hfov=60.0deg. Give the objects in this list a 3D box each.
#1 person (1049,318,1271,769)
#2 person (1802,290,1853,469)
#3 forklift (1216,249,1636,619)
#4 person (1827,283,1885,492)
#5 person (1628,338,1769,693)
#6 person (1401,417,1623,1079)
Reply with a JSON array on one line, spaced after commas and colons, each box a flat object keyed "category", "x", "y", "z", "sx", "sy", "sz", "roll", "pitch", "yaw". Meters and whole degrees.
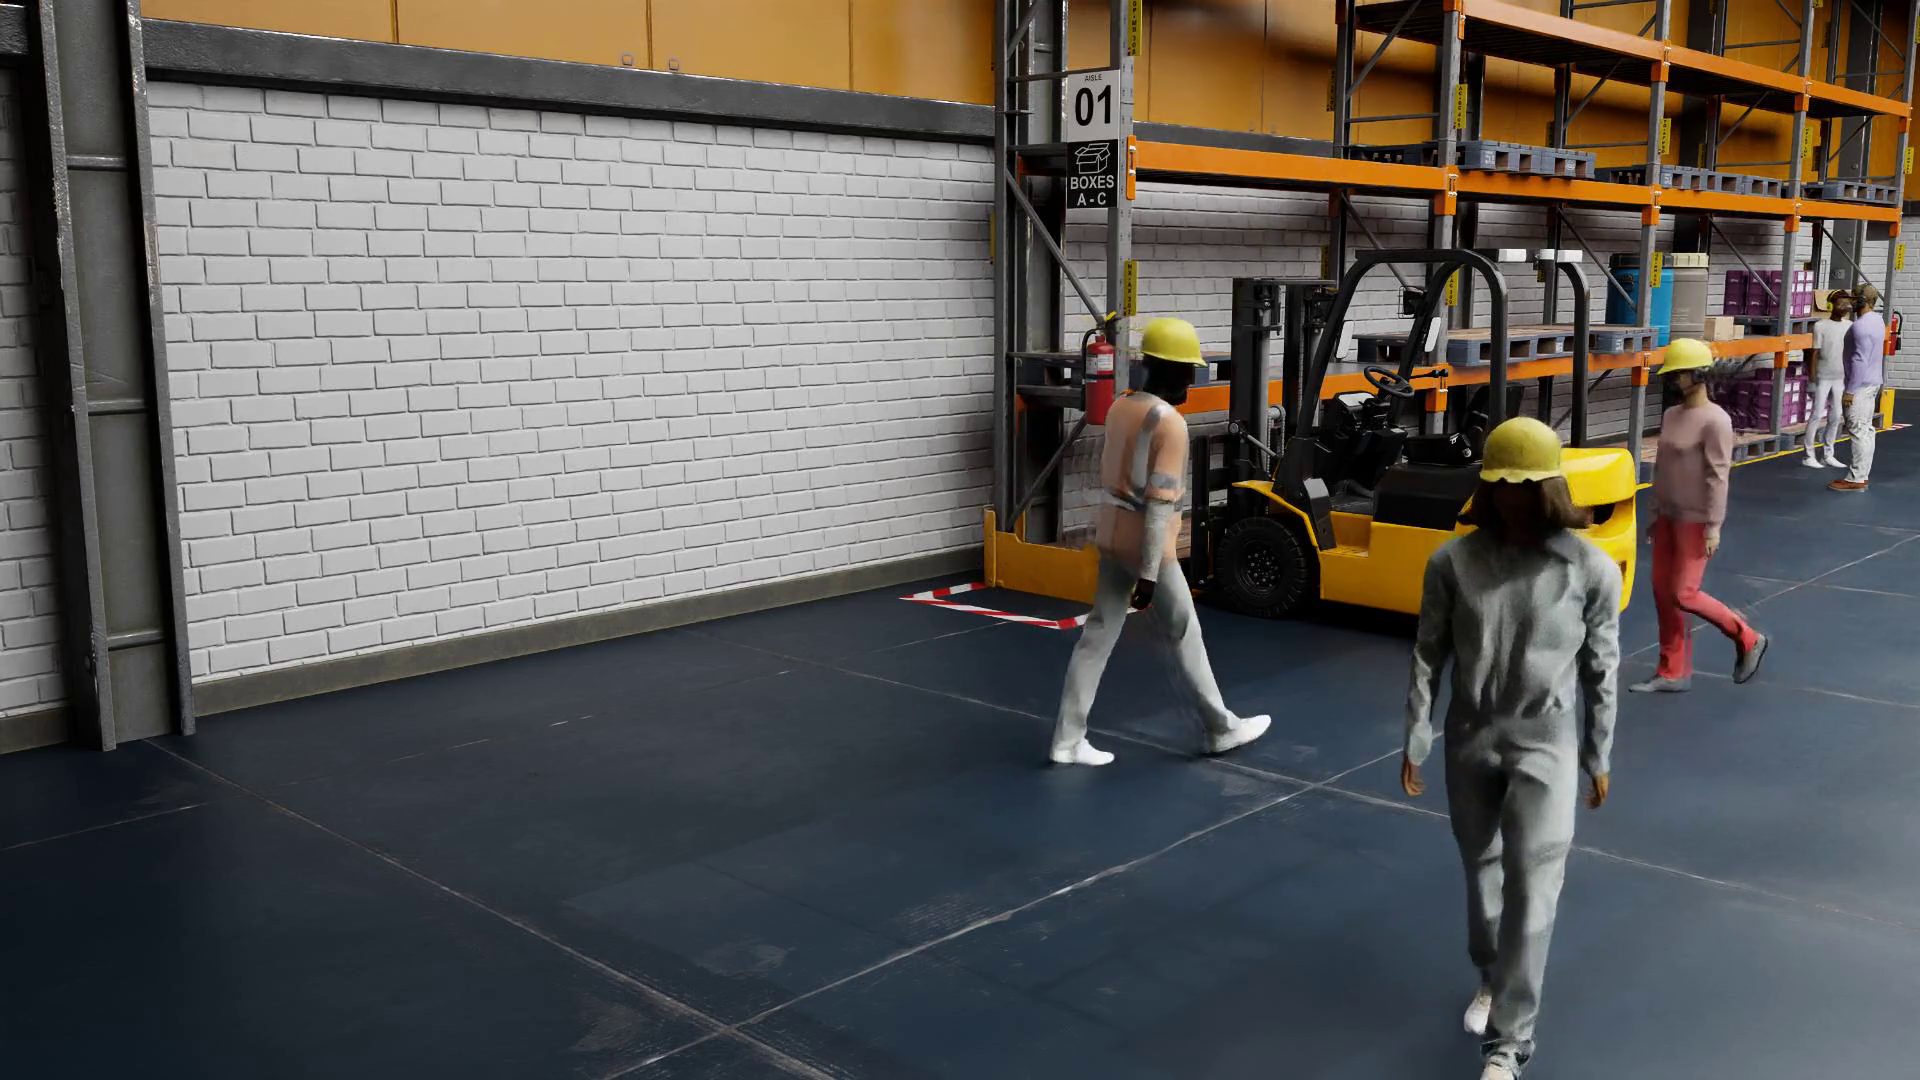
[{"category": "person", "x": 0.819, "y": 0.021, "z": 6.910, "sx": 1.000, "sy": 1.867, "sz": 0.594, "roll": -4, "pitch": 10, "yaw": -25}, {"category": "person", "x": 9.056, "y": -1.667, "z": 17.298, "sx": 0.531, "sy": 1.860, "sz": 0.328, "roll": -3, "pitch": 10, "yaw": -15}, {"category": "forklift", "x": 2.710, "y": -0.584, "z": 9.626, "sx": 2.313, "sy": 2.155, "sz": 1.214, "roll": 9, "pitch": 13, "yaw": 43}, {"category": "person", "x": 8.367, "y": -1.412, "z": 15.483, "sx": 0.371, "sy": 1.941, "sz": 0.627, "roll": 8, "pitch": 12, "yaw": 39}, {"category": "person", "x": 3.577, "y": -0.100, "z": 8.042, "sx": 0.532, "sy": 1.745, "sz": 0.530, "roll": -1, "pitch": 9, "yaw": -6}, {"category": "person", "x": 1.369, "y": 0.545, "z": 4.227, "sx": 0.497, "sy": 1.698, "sz": 0.865, "roll": 6, "pitch": 11, "yaw": 33}]
